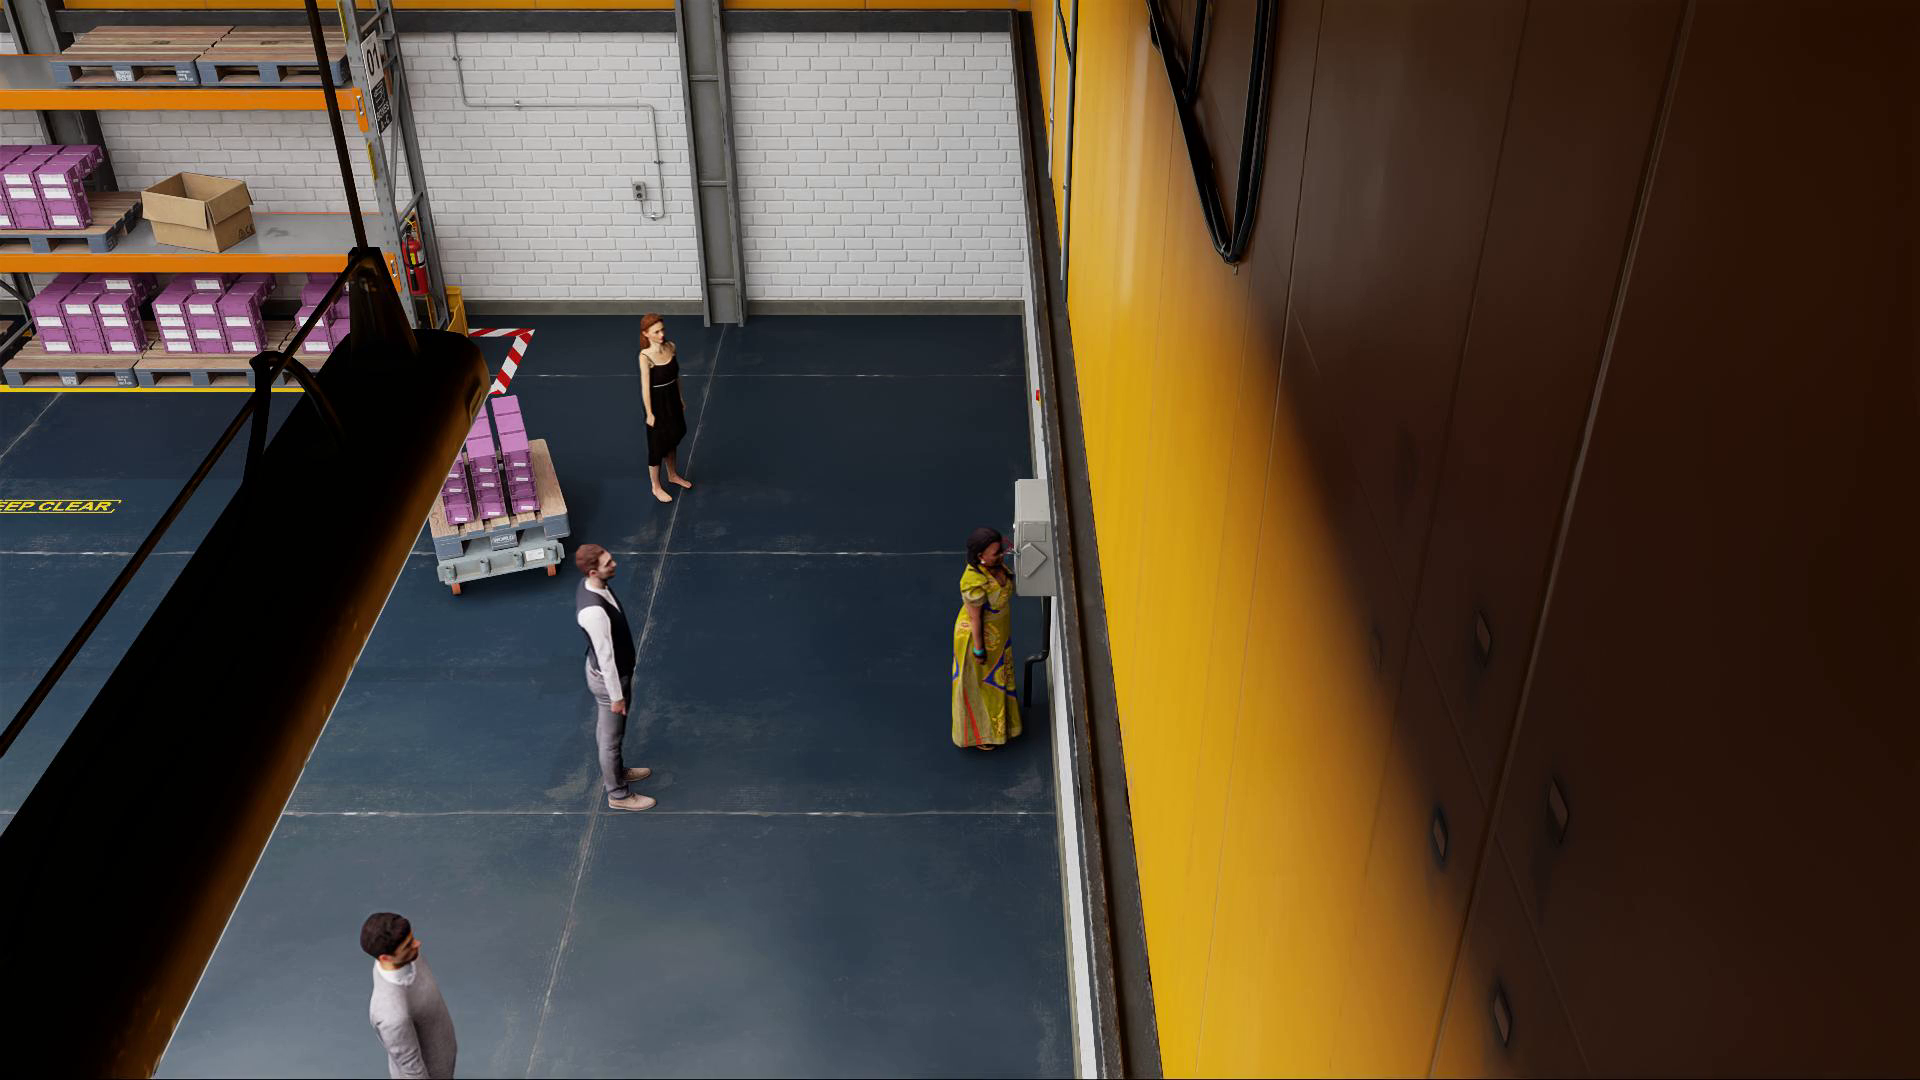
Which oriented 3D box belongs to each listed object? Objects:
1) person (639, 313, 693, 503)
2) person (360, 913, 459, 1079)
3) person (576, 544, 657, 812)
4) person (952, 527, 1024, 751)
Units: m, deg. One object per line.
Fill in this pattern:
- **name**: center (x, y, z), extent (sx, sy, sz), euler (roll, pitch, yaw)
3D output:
- **person**: center (-2.429, -1.107, 13.582), extent (0.719, 1.624, 0.677), euler (21, 39, 28)
- **person**: center (-2.560, 2.478, 7.918), extent (0.727, 1.923, 0.807), euler (-9, 35, -13)
- **person**: center (-2.196, 0.829, 10.385), extent (0.632, 1.938, 0.712), euler (-7, 34, -11)
- **person**: center (0.155, 0.617, 10.955), extent (0.879, 1.660, 0.932), euler (8, 35, 12)
